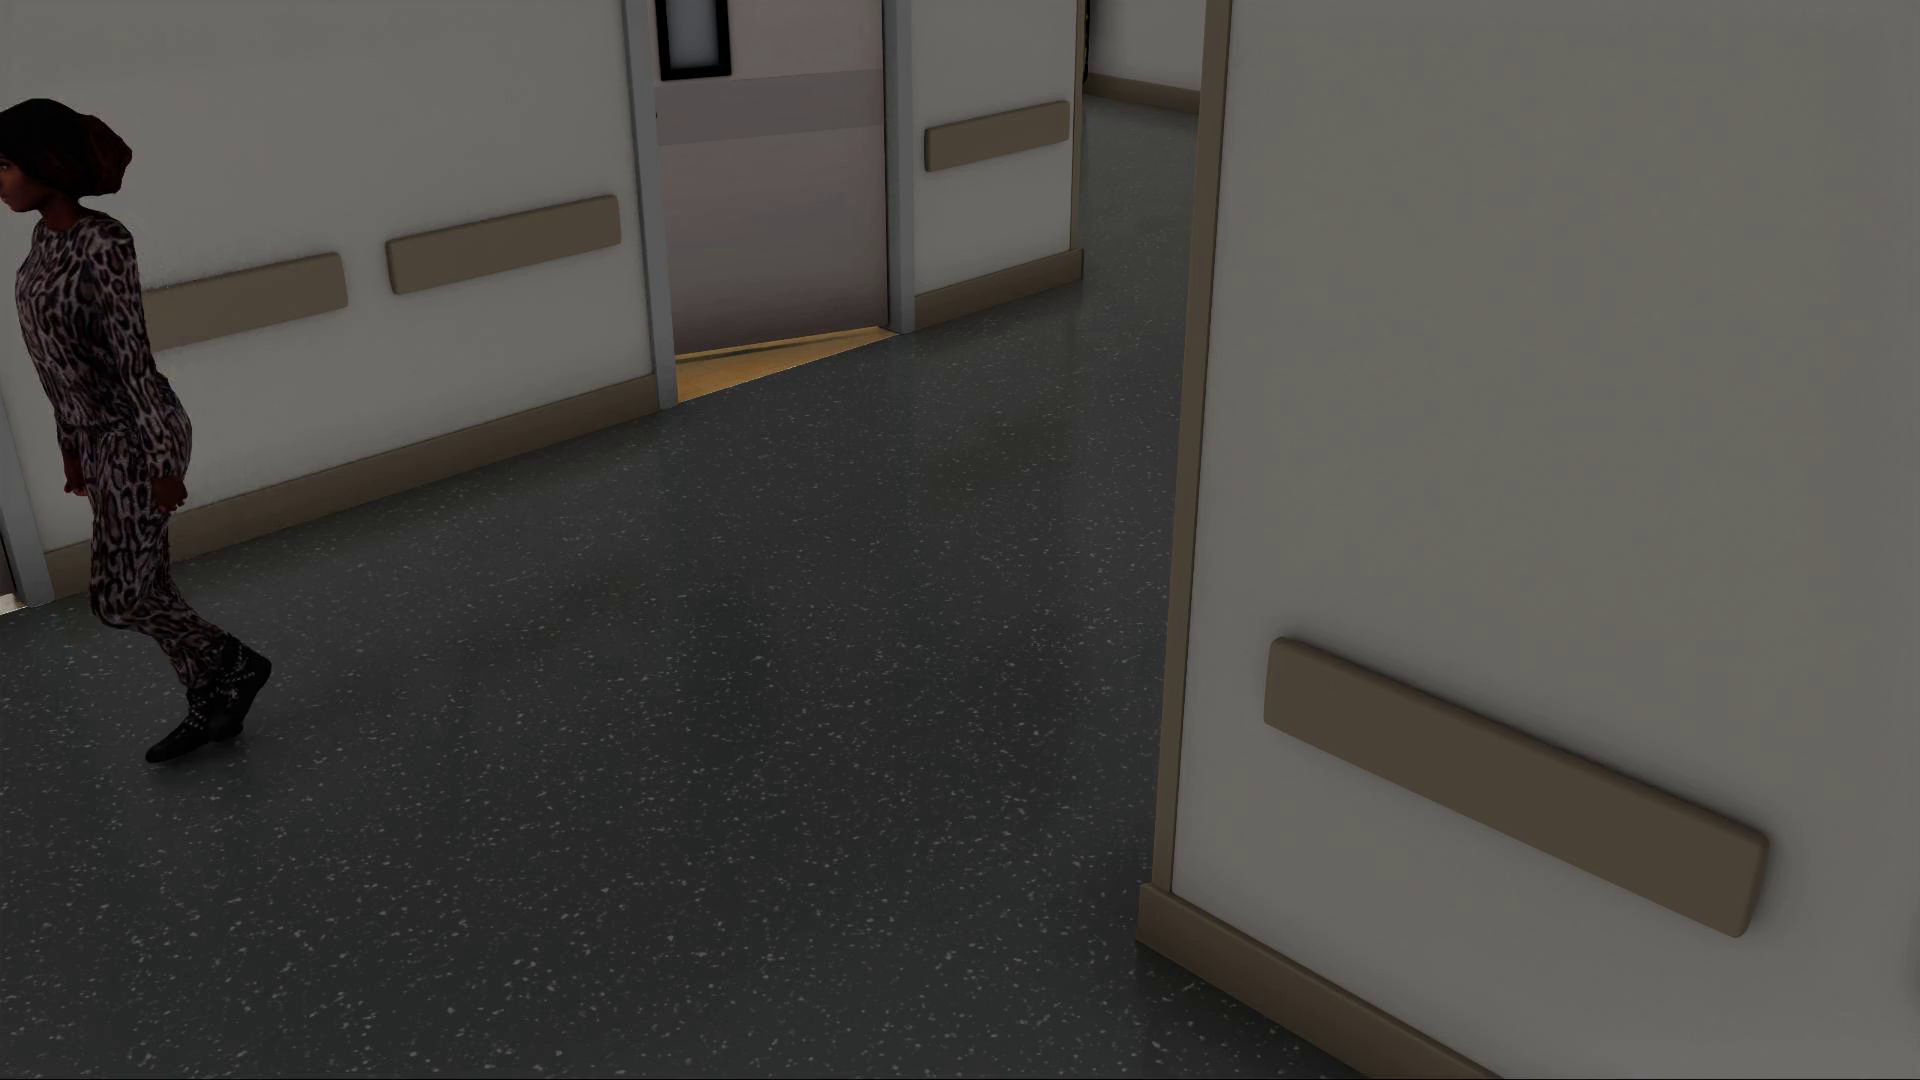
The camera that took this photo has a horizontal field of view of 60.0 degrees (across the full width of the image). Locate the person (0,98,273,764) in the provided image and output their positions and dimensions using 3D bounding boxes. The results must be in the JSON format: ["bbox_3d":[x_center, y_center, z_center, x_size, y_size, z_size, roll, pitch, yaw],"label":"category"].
[{"bbox_3d":[-1.991,-0.238,4.155,0.580,1.704,0.626,21,33,37],"label":"person"}]
